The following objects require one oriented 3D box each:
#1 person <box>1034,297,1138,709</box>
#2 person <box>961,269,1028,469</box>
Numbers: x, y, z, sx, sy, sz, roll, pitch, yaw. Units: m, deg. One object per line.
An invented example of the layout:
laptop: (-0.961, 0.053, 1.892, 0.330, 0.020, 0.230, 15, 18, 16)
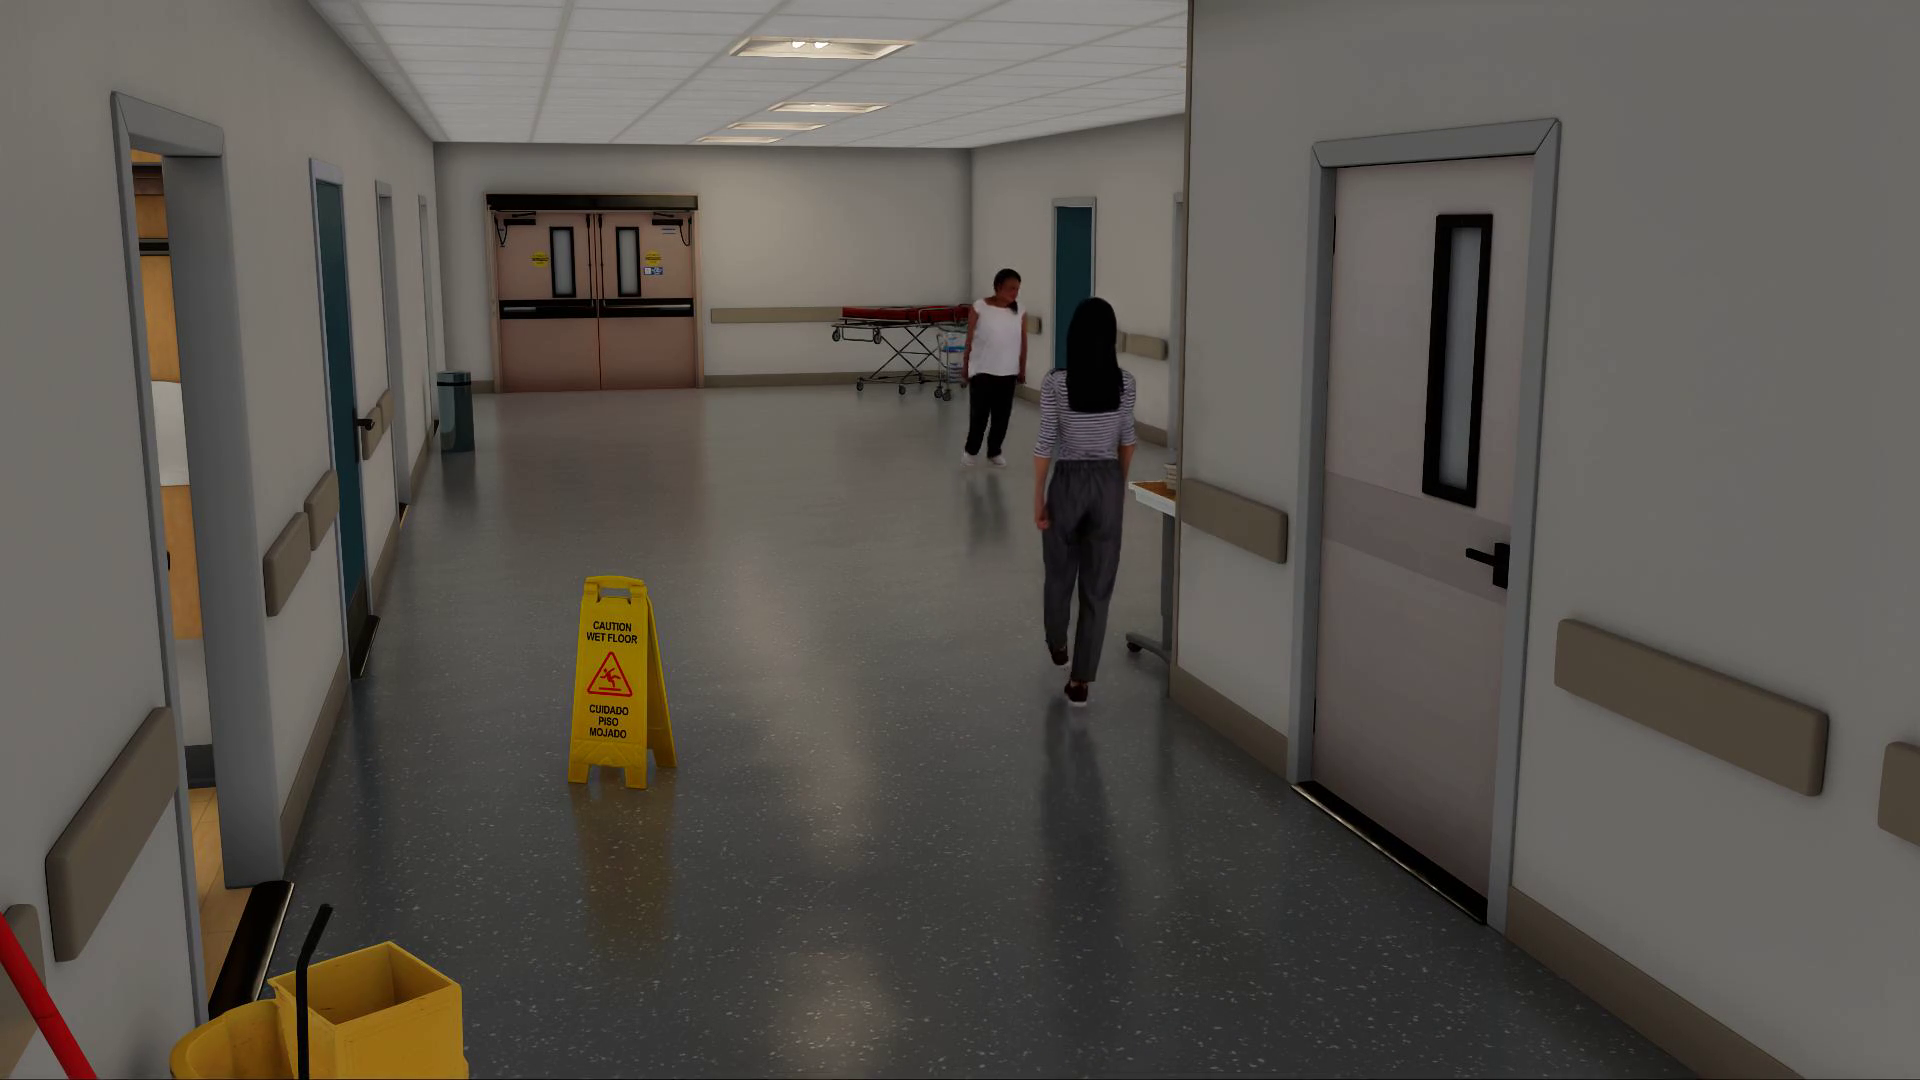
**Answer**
person: (0.546, -0.129, 6.995, 0.781, 1.698, 1.080, 0, 11, -2)
person: (0.264, -1.423, 13.919, 0.702, 1.659, 0.635, -1, 11, -4)
